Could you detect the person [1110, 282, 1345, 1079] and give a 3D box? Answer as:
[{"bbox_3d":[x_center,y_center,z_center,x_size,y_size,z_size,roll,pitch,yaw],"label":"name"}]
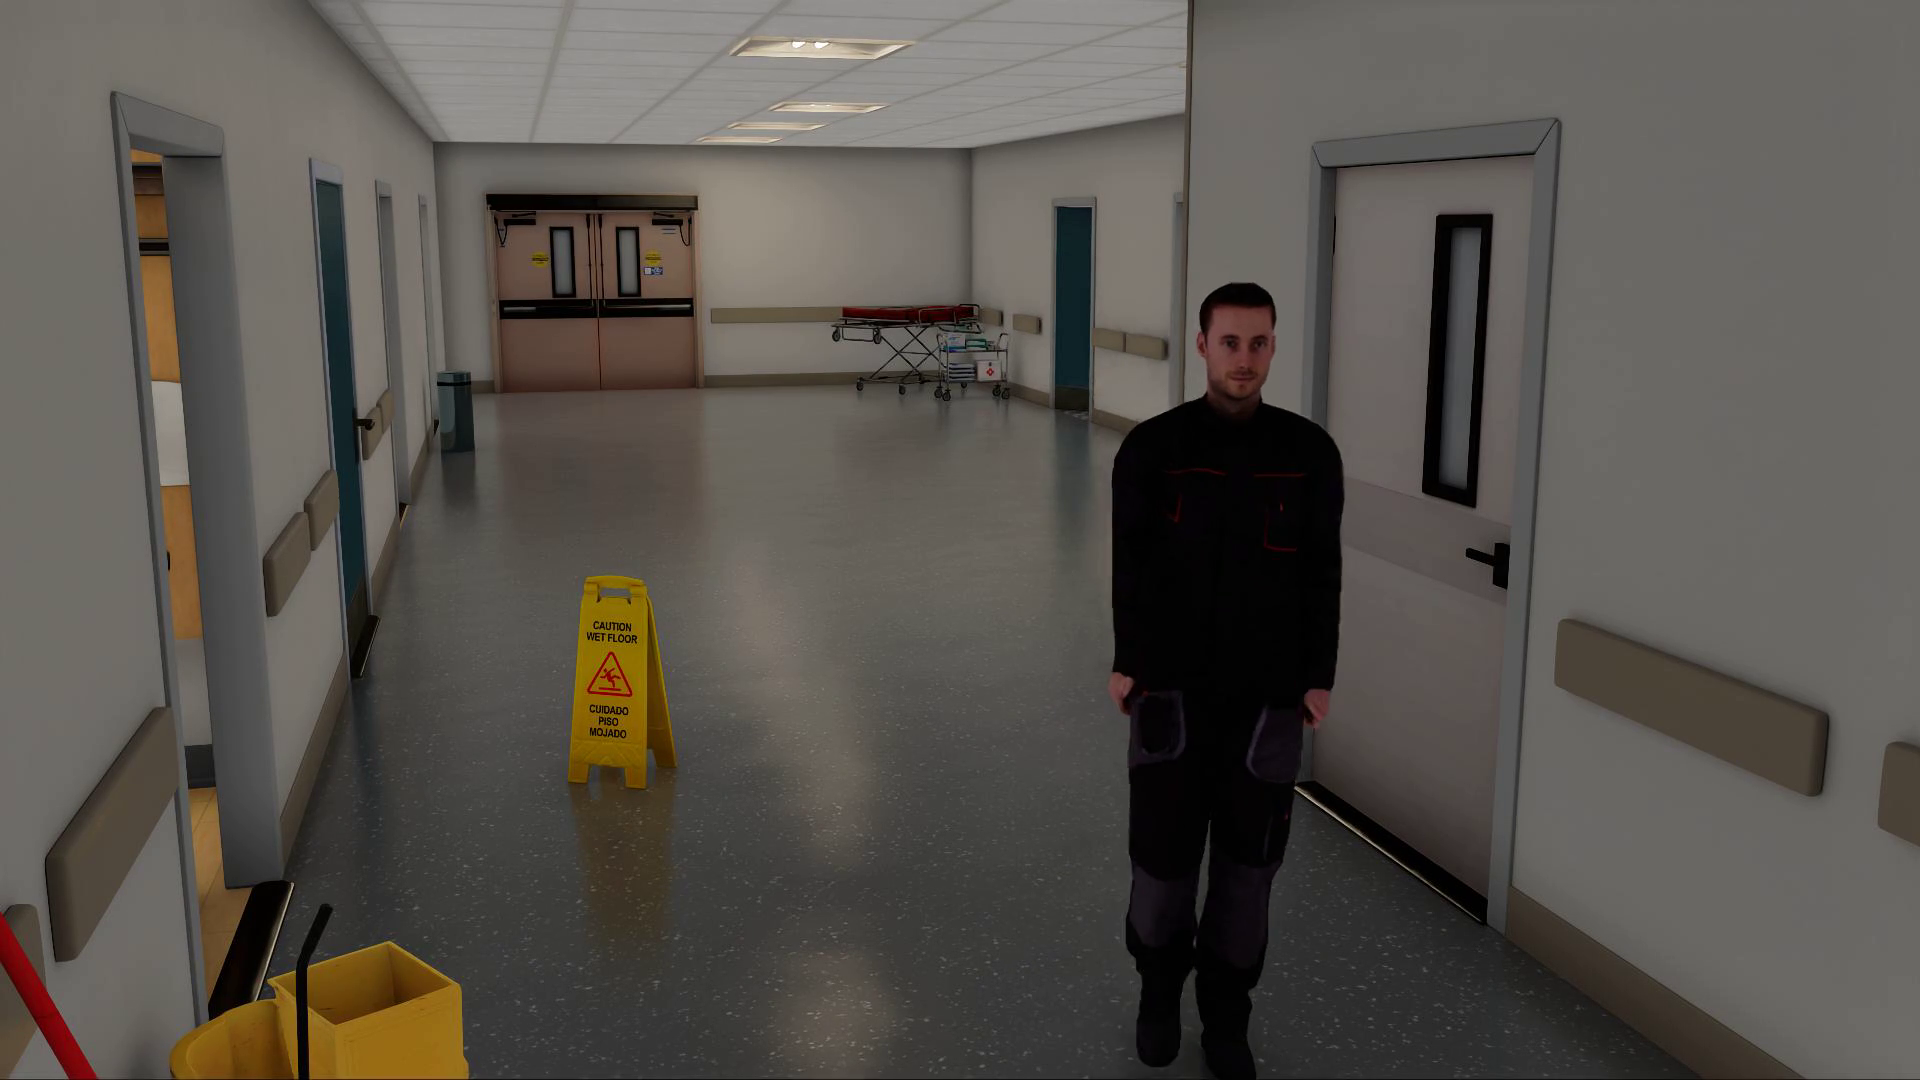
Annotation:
[{"bbox_3d":[0.600,0.339,3.980,0.758,1.903,0.742,0,11,-2],"label":"person"}]
